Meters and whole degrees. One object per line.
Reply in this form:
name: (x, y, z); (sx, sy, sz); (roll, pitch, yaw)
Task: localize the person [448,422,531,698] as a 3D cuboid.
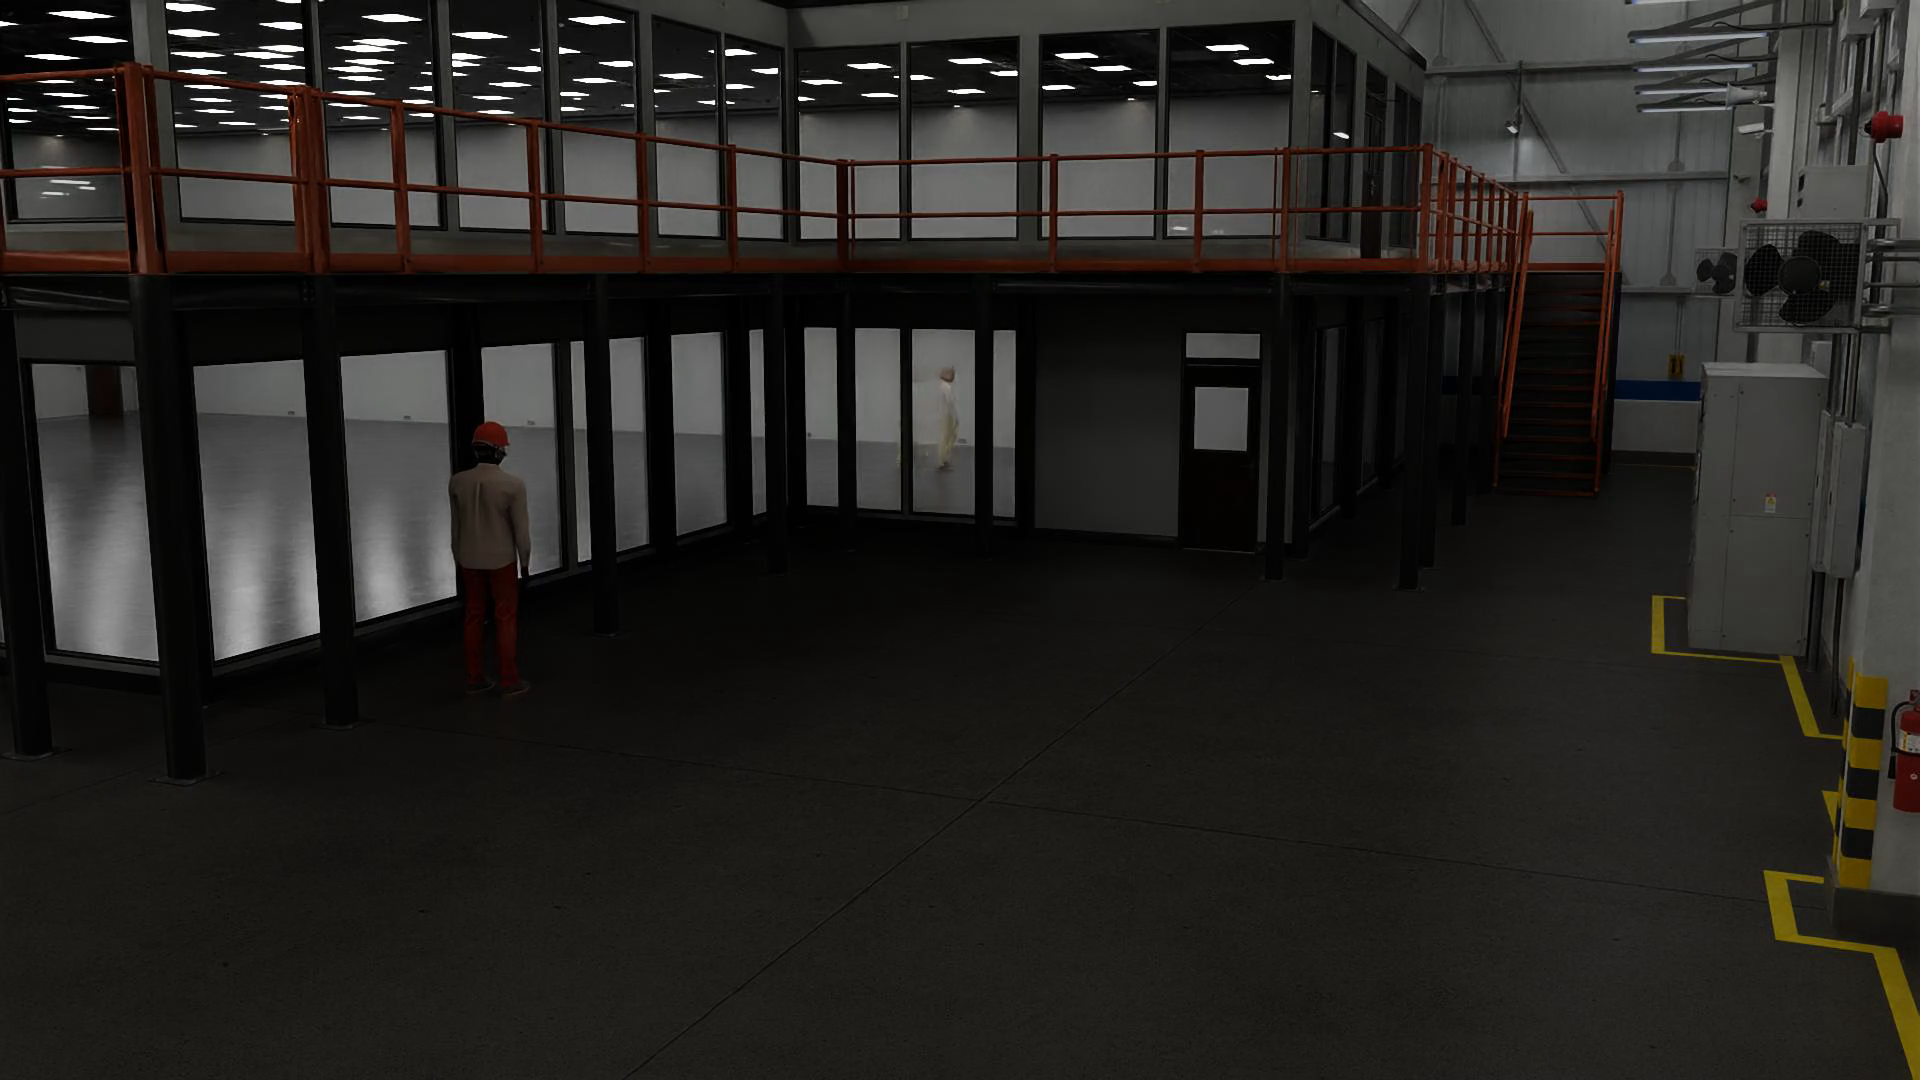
person: (-3.360, 0.143, 11.961); (0.608, 1.987, 0.400); (2, 9, 11)
